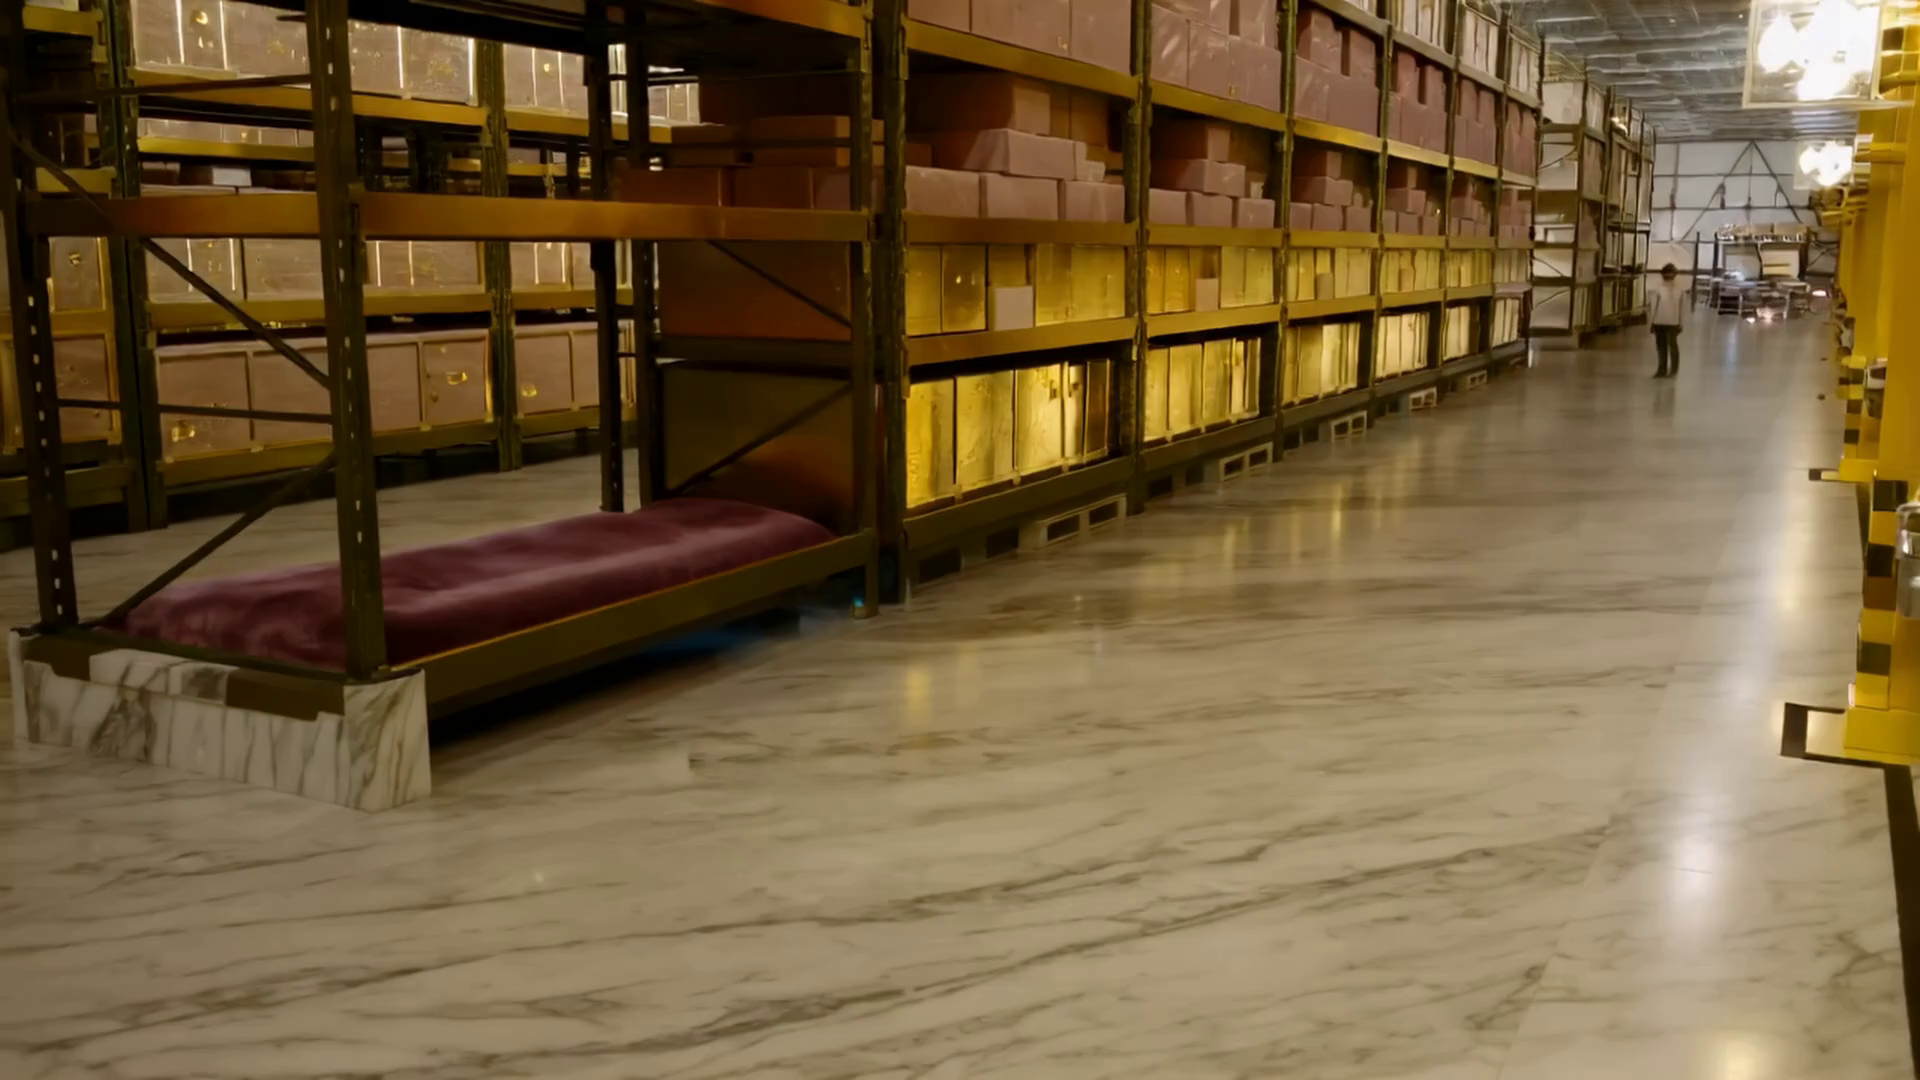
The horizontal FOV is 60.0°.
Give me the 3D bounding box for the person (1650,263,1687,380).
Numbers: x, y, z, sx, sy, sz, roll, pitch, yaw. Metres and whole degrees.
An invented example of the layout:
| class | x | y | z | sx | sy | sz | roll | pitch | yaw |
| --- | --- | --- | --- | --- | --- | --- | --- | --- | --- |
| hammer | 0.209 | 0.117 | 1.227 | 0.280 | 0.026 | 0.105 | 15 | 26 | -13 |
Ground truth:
| class | x | y | z | sx | sy | sz | roll | pitch | yaw |
| --- | --- | --- | --- | --- | --- | --- | --- | --- | --- |
| person | 12.127 | -3.733 | 28.518 | 0.617 | 1.993 | 0.396 | -3 | 10 | -15 |
